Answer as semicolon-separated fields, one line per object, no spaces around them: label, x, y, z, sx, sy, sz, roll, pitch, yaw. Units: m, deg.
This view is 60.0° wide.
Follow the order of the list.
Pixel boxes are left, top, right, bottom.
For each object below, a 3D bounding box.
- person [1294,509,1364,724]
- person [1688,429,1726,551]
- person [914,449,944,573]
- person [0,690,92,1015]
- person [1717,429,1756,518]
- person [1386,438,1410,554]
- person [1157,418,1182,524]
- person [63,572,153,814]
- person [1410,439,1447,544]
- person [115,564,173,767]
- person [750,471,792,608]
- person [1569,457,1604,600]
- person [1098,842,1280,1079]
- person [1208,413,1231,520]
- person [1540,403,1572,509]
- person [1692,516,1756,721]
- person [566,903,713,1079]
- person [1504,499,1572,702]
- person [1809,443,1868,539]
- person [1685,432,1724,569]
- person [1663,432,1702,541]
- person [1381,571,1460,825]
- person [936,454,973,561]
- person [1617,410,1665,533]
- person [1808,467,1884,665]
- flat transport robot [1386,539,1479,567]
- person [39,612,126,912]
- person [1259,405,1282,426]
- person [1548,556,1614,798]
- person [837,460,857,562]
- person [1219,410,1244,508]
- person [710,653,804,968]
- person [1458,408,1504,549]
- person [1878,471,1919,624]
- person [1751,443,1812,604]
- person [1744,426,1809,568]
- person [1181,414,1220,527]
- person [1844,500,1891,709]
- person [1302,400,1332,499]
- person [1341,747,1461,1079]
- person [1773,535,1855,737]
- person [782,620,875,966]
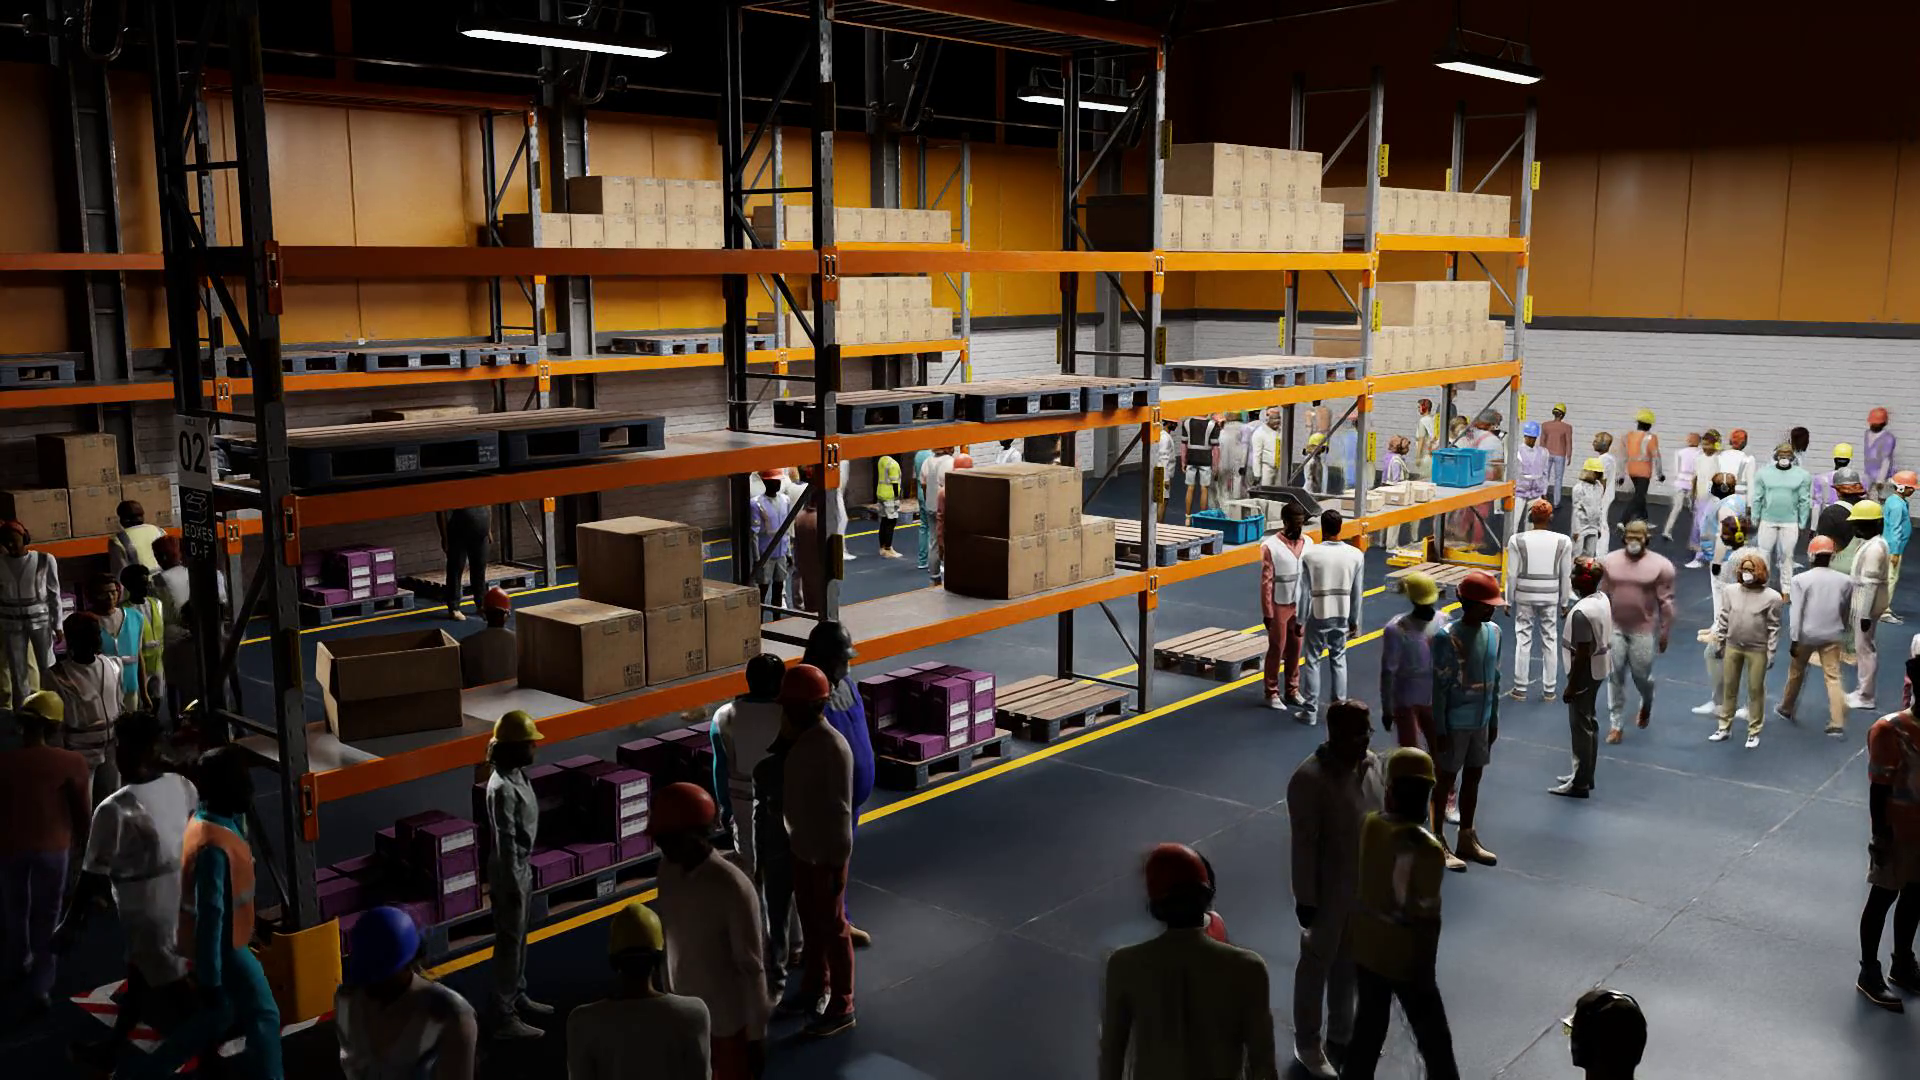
person;3.246;0.682;14.626;0.600;1.908;0.396;-2;10;-12
person;10.378;-0.662;23.042;0.527;1.792;0.812;1;10;7
person;-0.346;-0.521;21.839;0.398;1.898;0.644;-5;11;-26
person;-5.083;1.690;9.180;0.550;1.713;0.776;-2;10;-14
person;10.178;-0.524;21.905;0.354;1.879;0.580;-8;12;-39
person;6.088;-0.613;23.167;0.312;1.632;0.526;3;10;17
person;3.032;-0.956;24.348;0.392;1.926;0.550;1;10;6
person;-6.171;1.137;12.077;0.390;1.846;0.565;6;11;33
person;6.681;-0.643;23.460;0.531;1.590;0.684;-8;12;-38
person;-6.499;1.021;13.211;0.317;1.695;0.540;3;10;16
person;-2.248;-0.105;19.340;0.645;1.901;0.400;-1;10;-8
person;7.551;-0.136;20.021;0.485;1.735;0.356;-5;11;-26
person;0.835;2.087;6.095;0.678;1.972;0.453;3;10;15
person;4.001;-1.113;25.879;0.540;1.723;0.566;7;12;34
person;9.826;-1.387;27.428;0.535;1.753;0.341;7;12;37
person;6.828;0.688;14.751;0.616;1.840;0.669;-9;13;-43
person;-1.162;2.187;6.084;0.522;1.758;0.349;-2;10;-12
person;5.339;0.562;15.397;0.577;1.882;0.349;2;10;11
person;10.397;-0.184;19.718;0.585;1.928;0.368;3;10;17
person;10.003;-0.539;22.137;0.776;1.839;0.554;-5;11;-25
person;10.577;-0.767;24.188;0.792;1.608;0.512;-8;12;-38
person;3.326;1.138;11.972;0.663;1.890;0.428;-5;11;-27
person;0.042;0.035;18.253;0.613;1.987;0.408;0;10;-1
person;10.215;-1.028;24.993;0.992;1.851;0.578;-4;10;-24
person;8.842;0.261;16.727;0.676;2.000;0.536;-2;10;-14
flat transport robot;6.396;0.182;22.470;0.652;0.197;1.431;8;13;41
person;-5.483;1.379;10.518;0.355;1.884;0.575;4;10;21
person;5.234;-1.561;28.206;0.507;1.840;0.343;-2;10;-11
person;4.753;1.038;12.655;0.389;1.850;0.566;6;11;32
person;-1.592;-0.627;22.647;0.567;1.843;0.617;2;10;14
person;4.504;-1.376;27.423;0.488;1.731;0.325;4;10;20
person;-1.101;1.558;9.599;0.619;1.839;0.430;2;10;11
person;7.399;-0.871;23.485;0.540;2.000;0.703;-6;11;-32
person;10.551;0.078;18.725;0.352;1.738;0.573;5;11;26
person;9.771;-0.204;19.845;0.629;1.931;0.376;4;10;25
person;10.908;-0.577;22.138;0.651;1.902;0.615;3;10;18
person;3.687;-1.192;25.446;0.613;2.031;0.410;5;11;27
person;8.233;0.588;15.149;0.395;1.918;0.592;4;10;25
person;6.100;-1.650;28.483;0.589;1.924;0.384;-6;11;-32
person;2.059;1.881;7.589;0.862;1.860;0.614;-4;10;-24
person;7.474;0.814;14.456;0.590;1.697;0.915;1;10;3
person;-0.752;1.445;9.659;0.535;2.000;0.683;5;11;30
